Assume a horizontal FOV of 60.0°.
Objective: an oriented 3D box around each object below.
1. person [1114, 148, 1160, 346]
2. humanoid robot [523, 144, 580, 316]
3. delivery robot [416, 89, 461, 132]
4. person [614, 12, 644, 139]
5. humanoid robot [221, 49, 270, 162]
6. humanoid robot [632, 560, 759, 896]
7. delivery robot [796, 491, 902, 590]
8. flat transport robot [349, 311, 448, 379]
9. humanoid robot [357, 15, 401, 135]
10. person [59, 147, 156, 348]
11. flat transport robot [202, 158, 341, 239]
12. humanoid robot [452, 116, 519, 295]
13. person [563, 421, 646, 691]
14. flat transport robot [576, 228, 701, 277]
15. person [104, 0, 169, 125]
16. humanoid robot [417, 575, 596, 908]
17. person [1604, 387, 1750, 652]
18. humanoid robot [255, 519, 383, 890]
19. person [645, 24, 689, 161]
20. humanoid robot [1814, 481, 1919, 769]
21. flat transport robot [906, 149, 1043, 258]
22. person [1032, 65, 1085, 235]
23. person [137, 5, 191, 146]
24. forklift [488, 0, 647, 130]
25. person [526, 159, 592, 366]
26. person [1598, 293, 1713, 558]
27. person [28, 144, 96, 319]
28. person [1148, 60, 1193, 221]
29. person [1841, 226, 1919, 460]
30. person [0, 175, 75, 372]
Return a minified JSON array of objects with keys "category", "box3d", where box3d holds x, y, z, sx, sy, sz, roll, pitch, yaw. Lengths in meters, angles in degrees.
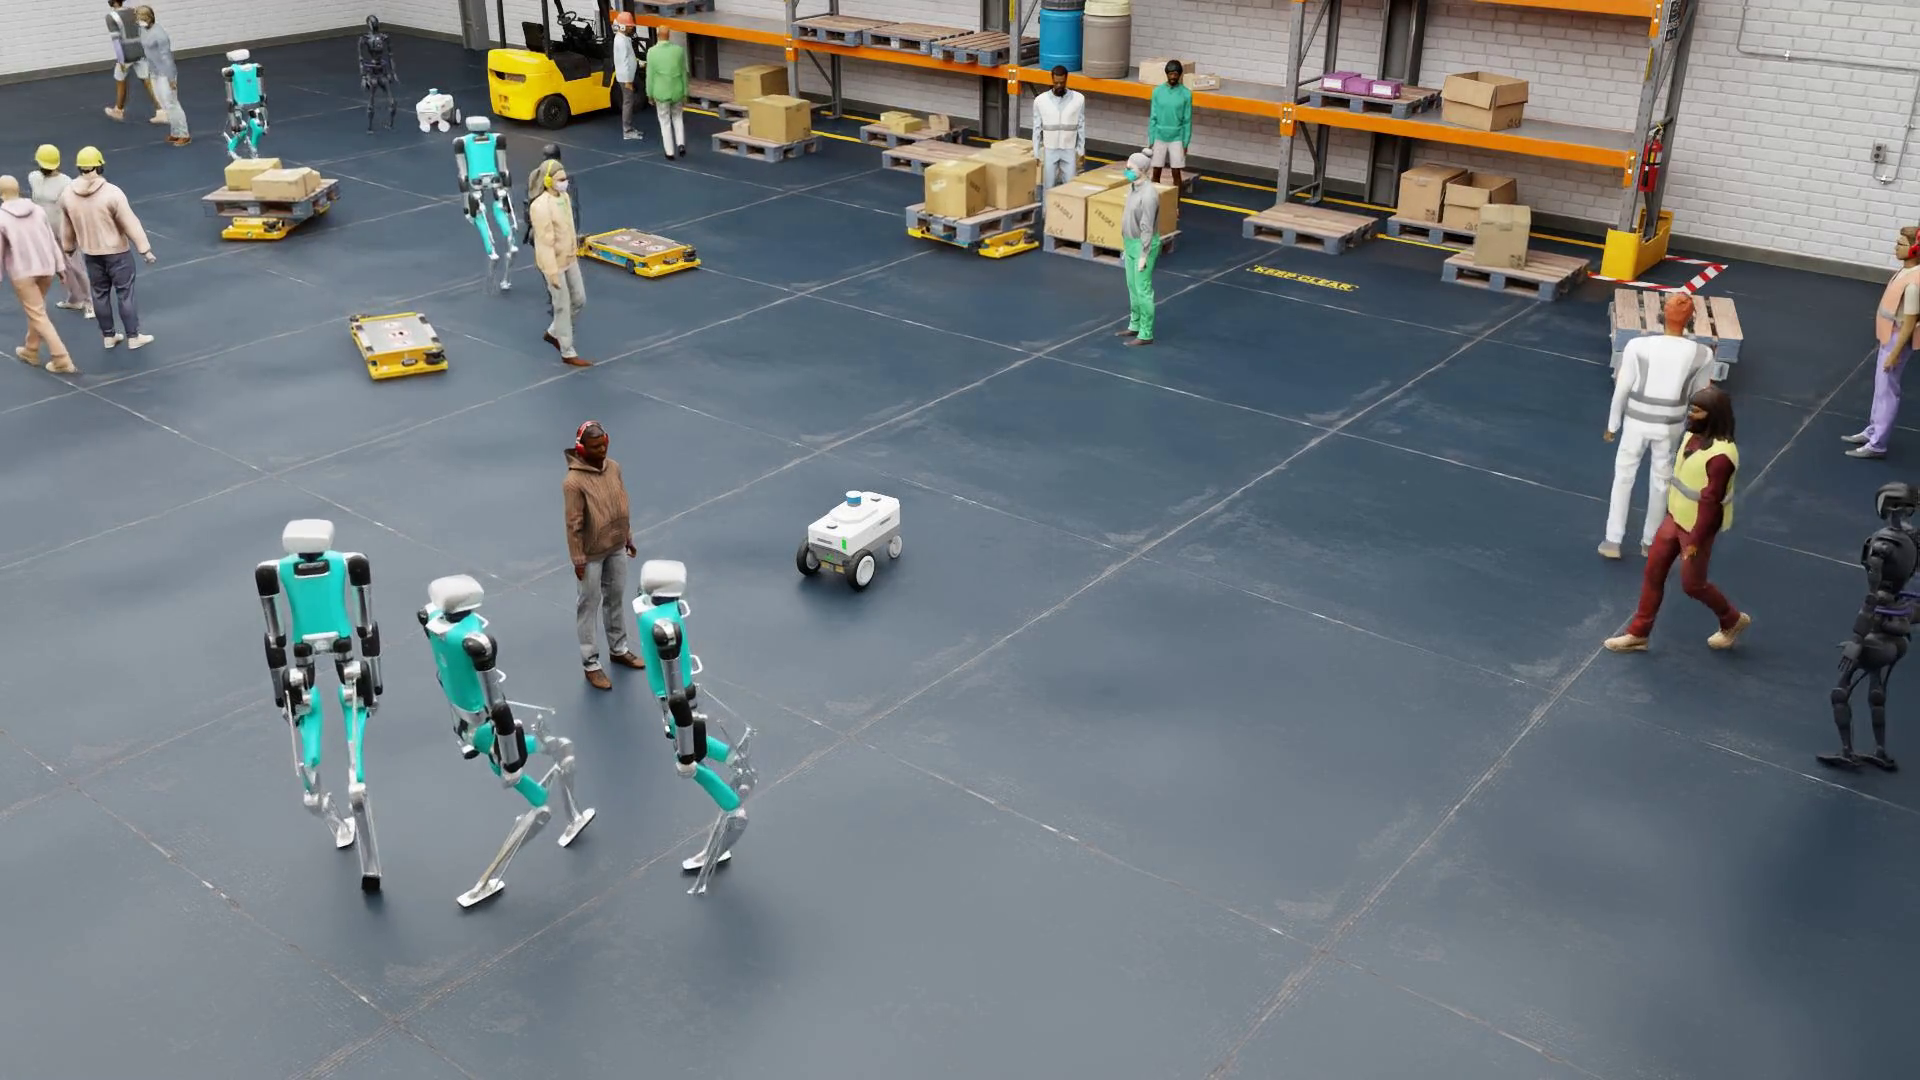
[{"category":"person","box3d":[1.655,-2.713,15.396,0.340,1.838,0.510,-8,27,-15]},{"category":"humanoid robot","box3d":[-4.012,-3.050,16.296,0.600,1.621,0.630,2,26,3]},{"category":"delivery robot","box3d":[-7.615,-6.258,24.189,0.512,0.584,0.740,1,26,2]},{"category":"person","box3d":[-4.672,-6.537,23.418,0.347,1.739,0.571,-5,26,-10]},{"category":"humanoid robot","box3d":[-8.883,-5.138,20.563,0.667,1.835,0.537,17,30,31]},{"category":"humanoid robot","box3d":[-1.185,0.903,8.037,0.670,1.814,0.546,-8,27,-17]},{"category":"delivery robot","box3d":[-0.733,-0.021,11.308,0.499,0.614,0.791,15,30,28]},{"category":"flat transport robot","box3d":[-5.189,-1.816,15.332,0.659,0.231,1.431,-12,28,-23]},{"category":"humanoid robot","box3d":[-8.321,-6.643,23.713,0.422,1.638,0.597,20,32,36]},{"category":"person","box3d":[-7.837,-2.658,15.254,0.814,1.855,0.436,1,26,2]},{"category":"flat transport robot","box3d":[-7.984,-3.787,19.414,0.659,0.231,1.431,2,26,4]},{"category":"humanoid robot","box3d":[-4.691,-3.288,16.768,0.533,1.854,0.712,-16,30,-29]},{"category":"person","box3d":[-2.129,0.067,9.838,0.331,1.651,0.461,17,31,31]},{"category":"flat transport robot","box3d":[-3.524,-3.131,18.055,1.431,0.231,0.659,22,33,38]},{"category":"person","box3d":[-12.158,-7.074,24.253,1.059,1.982,0.616,11,28,21]},{"category":"humanoid robot","box3d":[-2.083,0.888,8.088,0.530,1.761,1.010,23,34,39]},{"category":"person","box3d":[4.480,-0.092,10.065,0.796,1.745,0.470,-3,26,-6]},{"category":"humanoid robot","box3d":[-3.060,0.878,8.103,0.549,1.806,0.938,-8,27,-17]},{"category":"person","box3d":[-3.909,-5.964,22.202,0.564,1.762,0.443,-11,28,-21]},{"category":"humanoid robot","box3d":[4.993,0.483,8.959,0.601,1.632,0.466,-23,34,-39]},{"category":"flat transport robot","box3d":[0.148,-3.448,18.712,1.431,0.231,0.659,23,34,39]},{"category":"person","box3d":[1.114,-4.409,18.822,0.597,1.909,0.400,-2,26,-5]},{"category":"person","box3d":[-11.029,-6.406,22.947,0.720,1.919,0.401,23,34,39]},{"category":"forklift","box3d":[-5.874,-7.334,24.552,1.214,2.155,2.313,19,32,34]},{"category":"person","box3d":[-3.622,-2.480,14.888,0.655,1.864,0.585,8,27,17]},{"category":"person","box3d":[4.708,-0.757,11.288,0.596,1.883,0.428,7,27,13]},{"category":"person","box3d":[-8.747,-2.996,16.104,0.698,1.718,0.378,10,28,20]},{"category":"person","box3d":[2.456,-4.679,19.456,0.505,1.841,0.397,7,27,14]},{"category":"person","box3d":[7.257,-1.515,12.894,0.397,1.846,0.563,11,28,22]},{"category":"person","box3d":[-8.295,-2.357,14.751,0.748,1.744,0.575,12,28,24]}]
